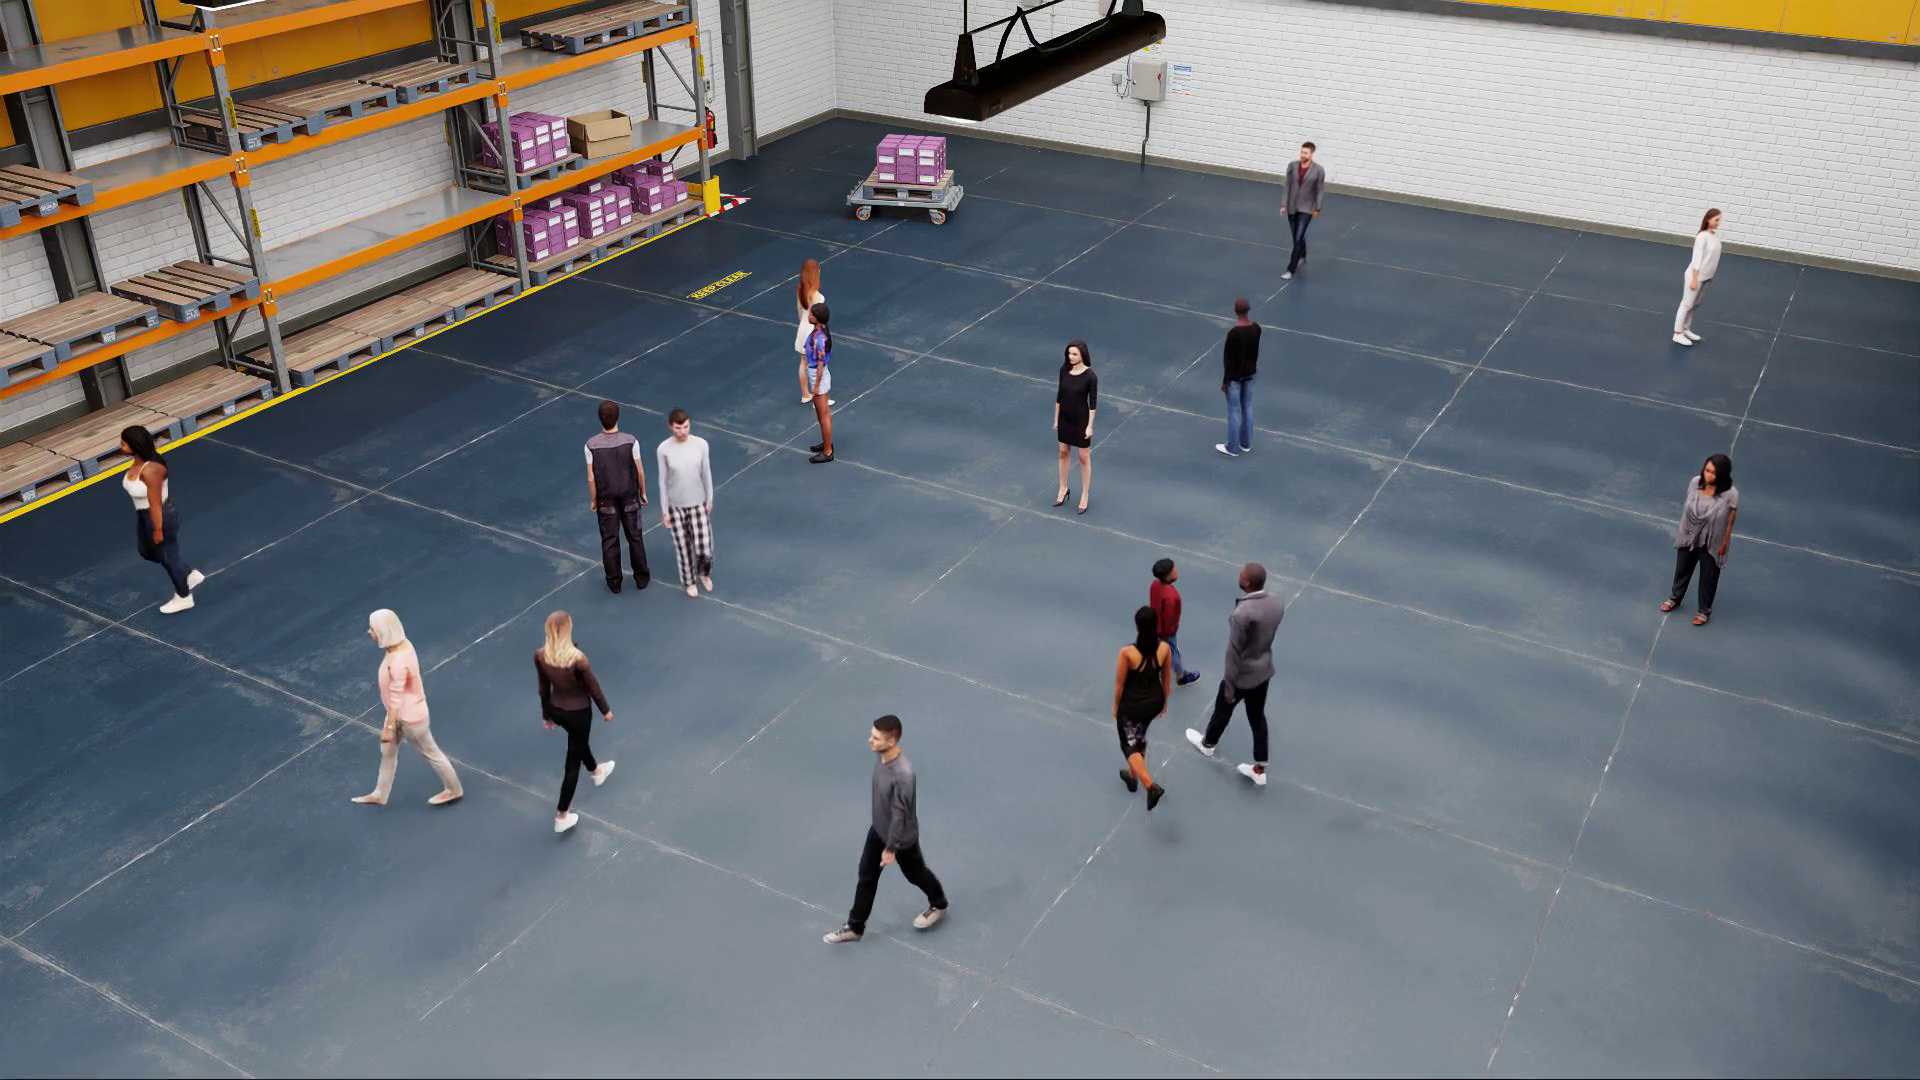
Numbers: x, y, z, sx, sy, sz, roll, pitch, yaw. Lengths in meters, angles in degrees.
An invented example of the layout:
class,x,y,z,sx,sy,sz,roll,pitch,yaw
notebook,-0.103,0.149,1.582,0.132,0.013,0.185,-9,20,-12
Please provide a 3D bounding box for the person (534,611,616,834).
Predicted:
class,x,y,z,sx,sy,sz,roll,pitch,yaw
person,-2.840,1.331,12.012,0.660,1.662,1.109,12,31,22

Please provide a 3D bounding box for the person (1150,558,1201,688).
class,x,y,z,sx,sy,sz,roll,pitch,yaw
person,1.586,0.725,13.581,0.929,1.224,0.824,-10,30,-18

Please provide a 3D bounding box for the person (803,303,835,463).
class,x,y,z,sx,sy,sz,roll,pitch,yaw
person,-1.464,-1.661,17.413,0.731,1.743,0.631,-2,29,-3

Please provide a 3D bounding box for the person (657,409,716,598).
class,x,y,z,sx,sy,sz,roll,pitch,yaw
person,-2.481,-0.368,14.943,0.779,1.838,0.837,-7,29,-13

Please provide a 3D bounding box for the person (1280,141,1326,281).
class,x,y,z,sx,sy,sz,roll,pitch,yaw
person,4.637,-4.486,22.503,0.772,1.827,1.234,19,34,31

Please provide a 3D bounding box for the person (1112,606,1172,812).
class,x,y,z,sx,sy,sz,roll,pitch,yaw
person,1.347,1.244,12.183,0.940,1.652,0.951,-11,31,-19

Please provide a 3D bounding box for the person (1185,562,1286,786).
class,x,y,z,sx,sy,sz,roll,pitch,yaw
person,2.218,1.048,12.409,1.093,1.779,1.066,-19,34,-30

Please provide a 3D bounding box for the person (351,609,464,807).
class,x,y,z,sx,sy,sz,roll,pitch,yaw
person,-3.935,1.249,12.132,1.095,1.691,0.948,-13,31,-23

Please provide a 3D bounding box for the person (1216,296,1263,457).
class,x,y,z,sx,sy,sz,roll,pitch,yaw
person,2.959,-1.732,17.539,0.627,1.747,0.738,-18,33,-29

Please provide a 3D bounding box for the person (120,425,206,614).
class,x,y,z,sx,sy,sz,roll,pitch,yaw
person,-6.969,-0.200,14.677,0.815,1.797,0.759,-19,34,-31

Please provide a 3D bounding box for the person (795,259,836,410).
class,x,y,z,sx,sy,sz,roll,pitch,yaw
person,-1.671,-2.319,18.657,0.631,1.706,0.624,-22,35,-34

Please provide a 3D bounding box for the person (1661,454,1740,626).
class,x,y,z,sx,sy,sz,roll,pitch,yaw
person,6.540,-0.042,14.591,0.774,1.603,0.734,-21,35,-34

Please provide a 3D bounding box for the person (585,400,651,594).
class,x,y,z,sx,sy,sz,roll,pitch,yaw
person,-3.085,-0.391,14.974,0.746,1.848,0.803,-7,29,-13

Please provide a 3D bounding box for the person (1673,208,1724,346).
class,x,y,z,sx,sy,sz,roll,pitch,yaw
person,9.054,-3.241,20.368,0.570,1.687,0.719,-24,37,-37

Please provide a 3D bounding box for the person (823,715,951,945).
class,x,y,z,sx,sy,sz,roll,pitch,yaw
person,-0.349,1.904,10.903,1.220,1.718,0.991,-15,32,-26

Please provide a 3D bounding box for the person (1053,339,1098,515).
class,x,y,z,sx,sy,sz,roll,pitch,yaw
person,1.138,-1.129,16.371,0.608,1.806,0.513,20,34,32
